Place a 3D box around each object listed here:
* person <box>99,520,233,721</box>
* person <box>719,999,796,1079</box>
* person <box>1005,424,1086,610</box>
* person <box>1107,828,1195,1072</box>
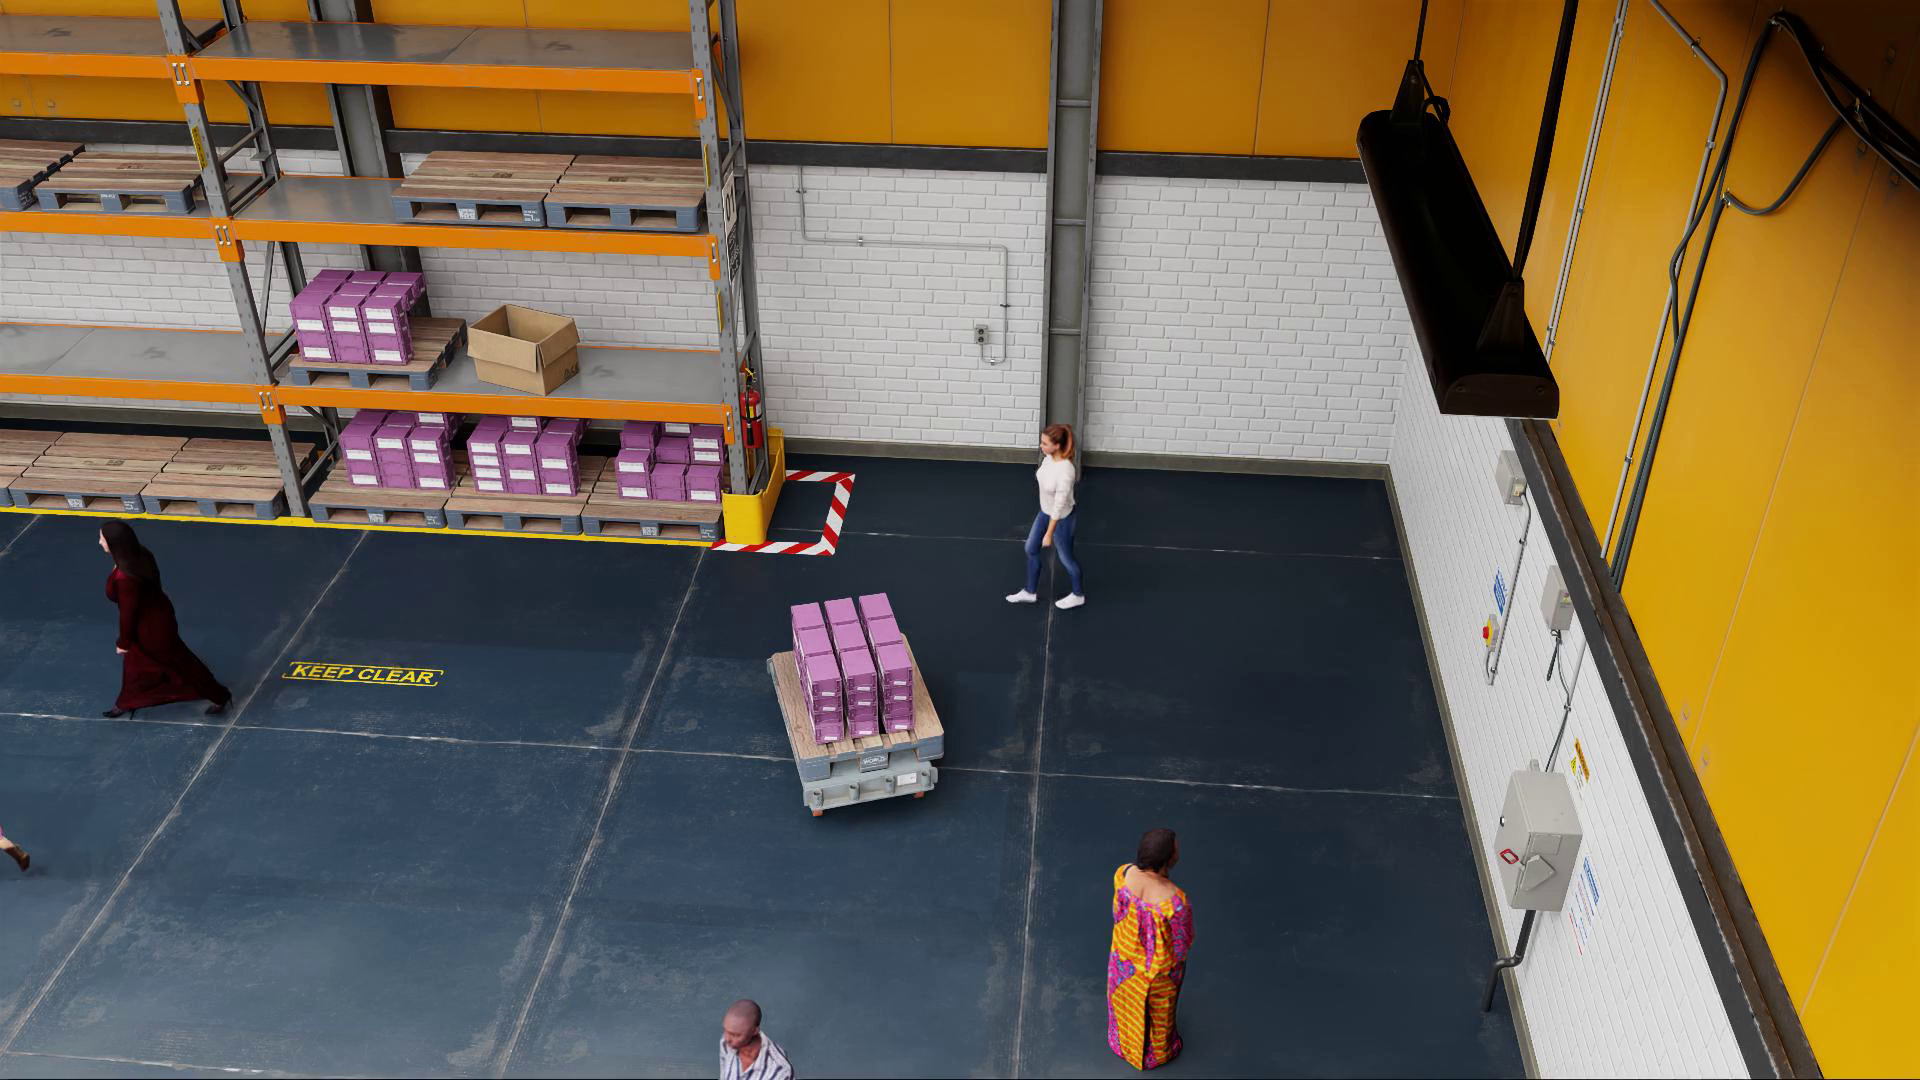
[{"bbox_3d":[-5.700,0.621,11.961,1.220,1.696,1.011,-14,36,-20],"label":"person"},{"bbox_3d":[-0.946,2.923,8.424,0.947,1.778,0.939,20,38,27],"label":"person"},{"bbox_3d":[0.860,-0.173,13.154,0.968,1.697,0.808,-9,35,-13],"label":"person"},{"bbox_3d":[1.082,2.288,9.458,0.769,1.690,0.839,26,42,34],"label":"person"}]
